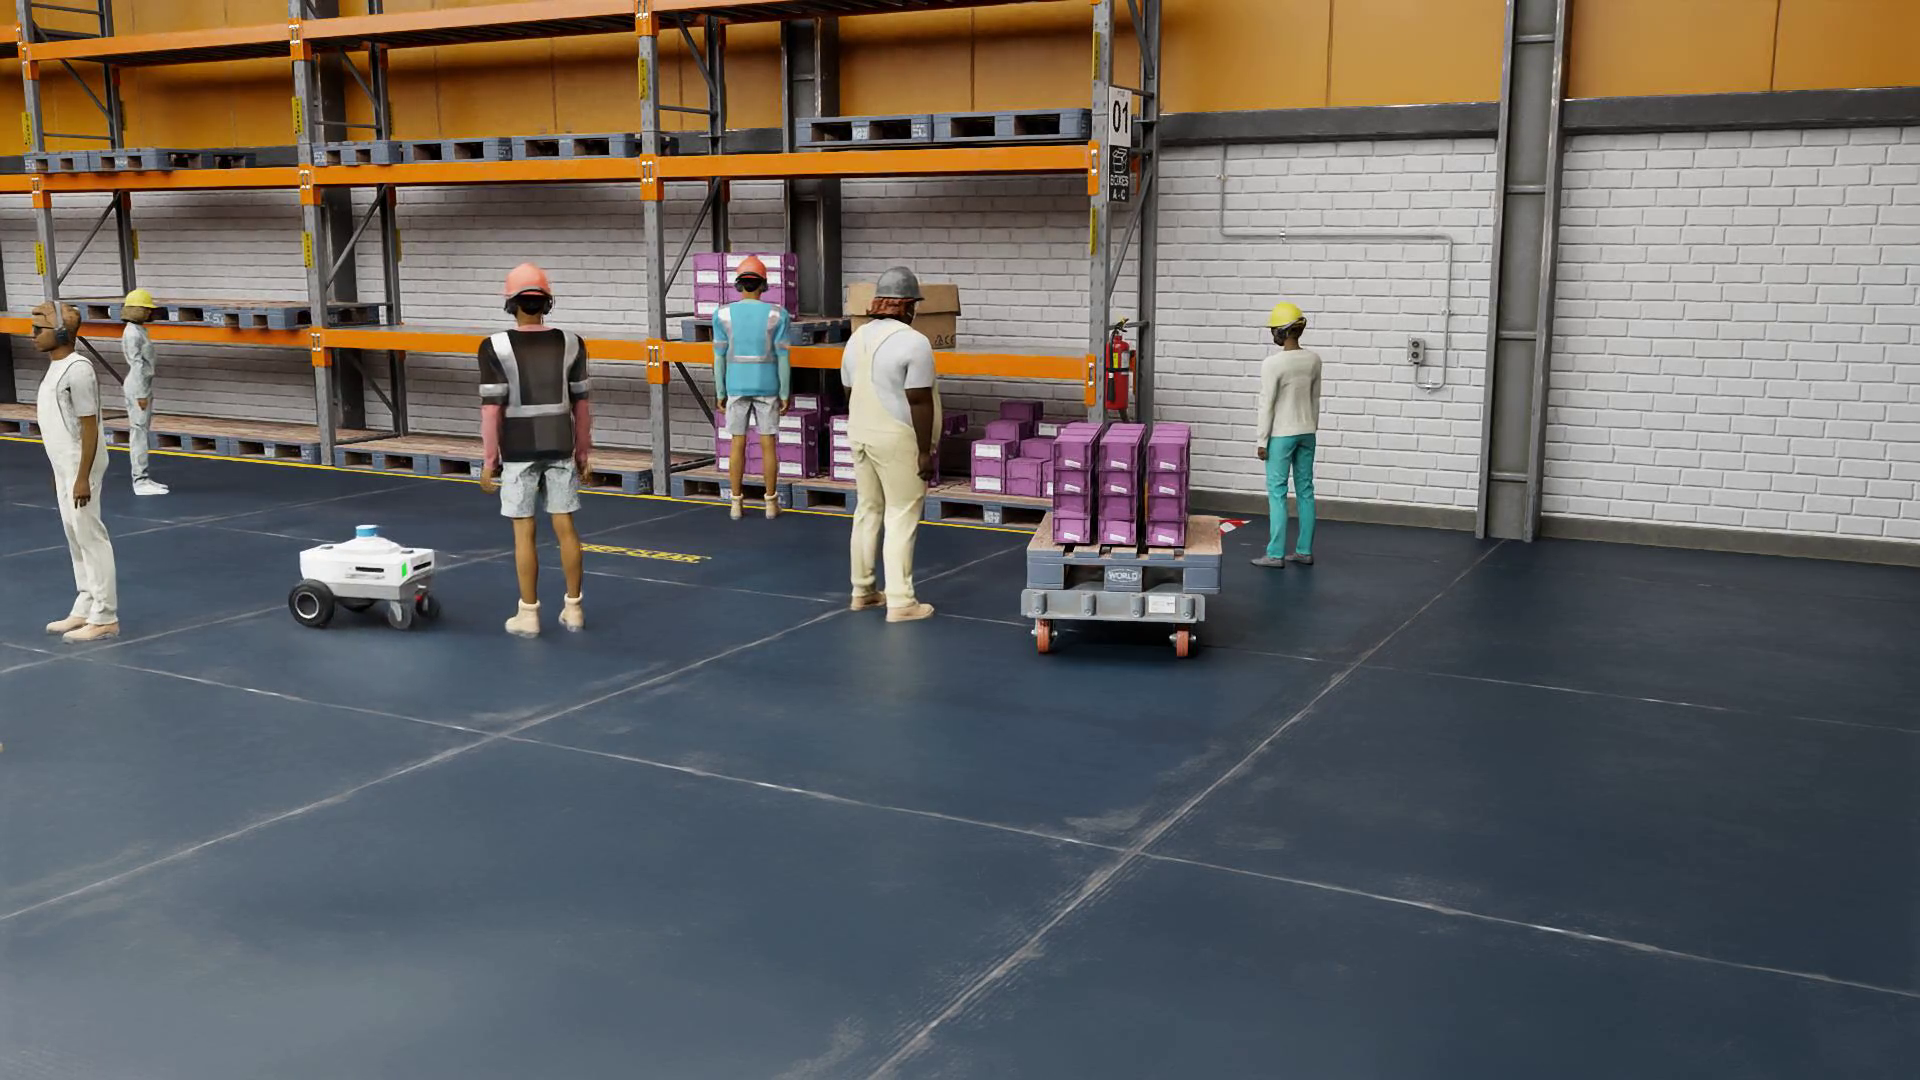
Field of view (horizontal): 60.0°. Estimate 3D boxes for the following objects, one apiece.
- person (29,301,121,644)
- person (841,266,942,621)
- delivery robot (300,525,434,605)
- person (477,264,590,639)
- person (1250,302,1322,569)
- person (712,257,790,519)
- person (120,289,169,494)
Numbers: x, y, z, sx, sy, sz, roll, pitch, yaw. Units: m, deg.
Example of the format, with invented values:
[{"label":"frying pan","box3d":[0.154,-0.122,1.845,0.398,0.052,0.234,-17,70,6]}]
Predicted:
[{"label":"person","box3d":[-4.804,-0.365,9.007,0.345,1.847,0.504,-9,14,-41]},{"label":"person","box3d":[-0.360,-0.577,9.634,0.536,2.000,0.700,-8,13,-39]},{"label":"delivery robot","box3d":[-3.352,0.159,9.422,0.707,0.478,0.477,3,11,14]},{"label":"person","box3d":[-2.337,-0.483,9.137,0.620,2.038,0.394,-7,13,-34]},{"label":"person","box3d":[2.161,-0.686,11.019,0.524,1.761,0.340,-7,12,-32]},{"label":"person","box3d":[-1.613,-1.171,12.923,0.604,2.036,0.403,0,10,0]},{"label":"person","box3d":[-6.976,-1.263,14.220,0.313,1.741,0.487,-4,11,-23]}]
